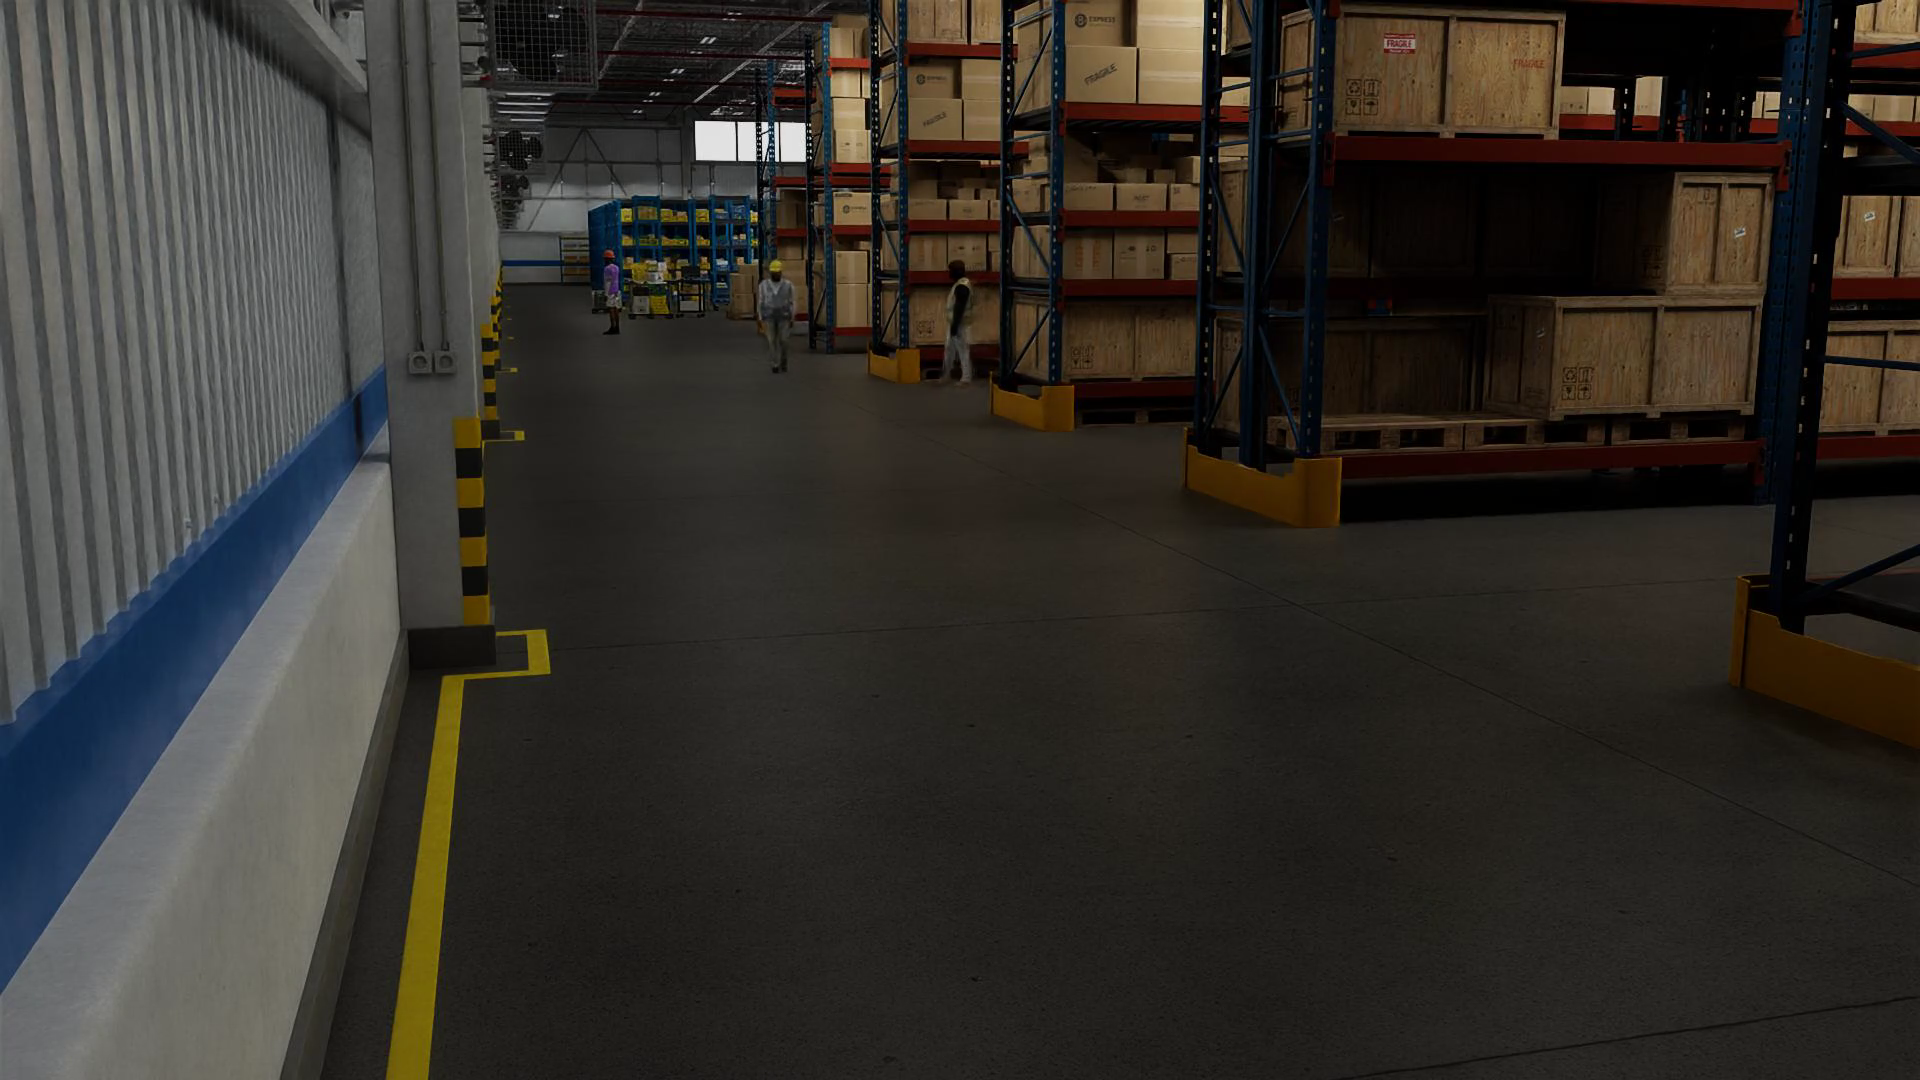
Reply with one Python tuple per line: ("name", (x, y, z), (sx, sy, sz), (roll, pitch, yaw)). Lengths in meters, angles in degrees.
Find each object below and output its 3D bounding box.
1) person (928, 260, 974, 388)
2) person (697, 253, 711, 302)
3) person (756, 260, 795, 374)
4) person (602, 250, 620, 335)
("person", (-0.144, -3.074, 23.757), (0.713, 1.822, 0.660), (-1, 10, -4))
("person", (-9.555, -9.646, 61.090), (0.834, 1.787, 0.603), (0, 10, 1))
("person", (-2.928, -3.534, 26.405), (0.611, 1.806, 0.684), (-1, 10, -7))
("person", (-8.045, -5.697, 38.286), (0.343, 1.942, 0.552), (2, 10, 13))
